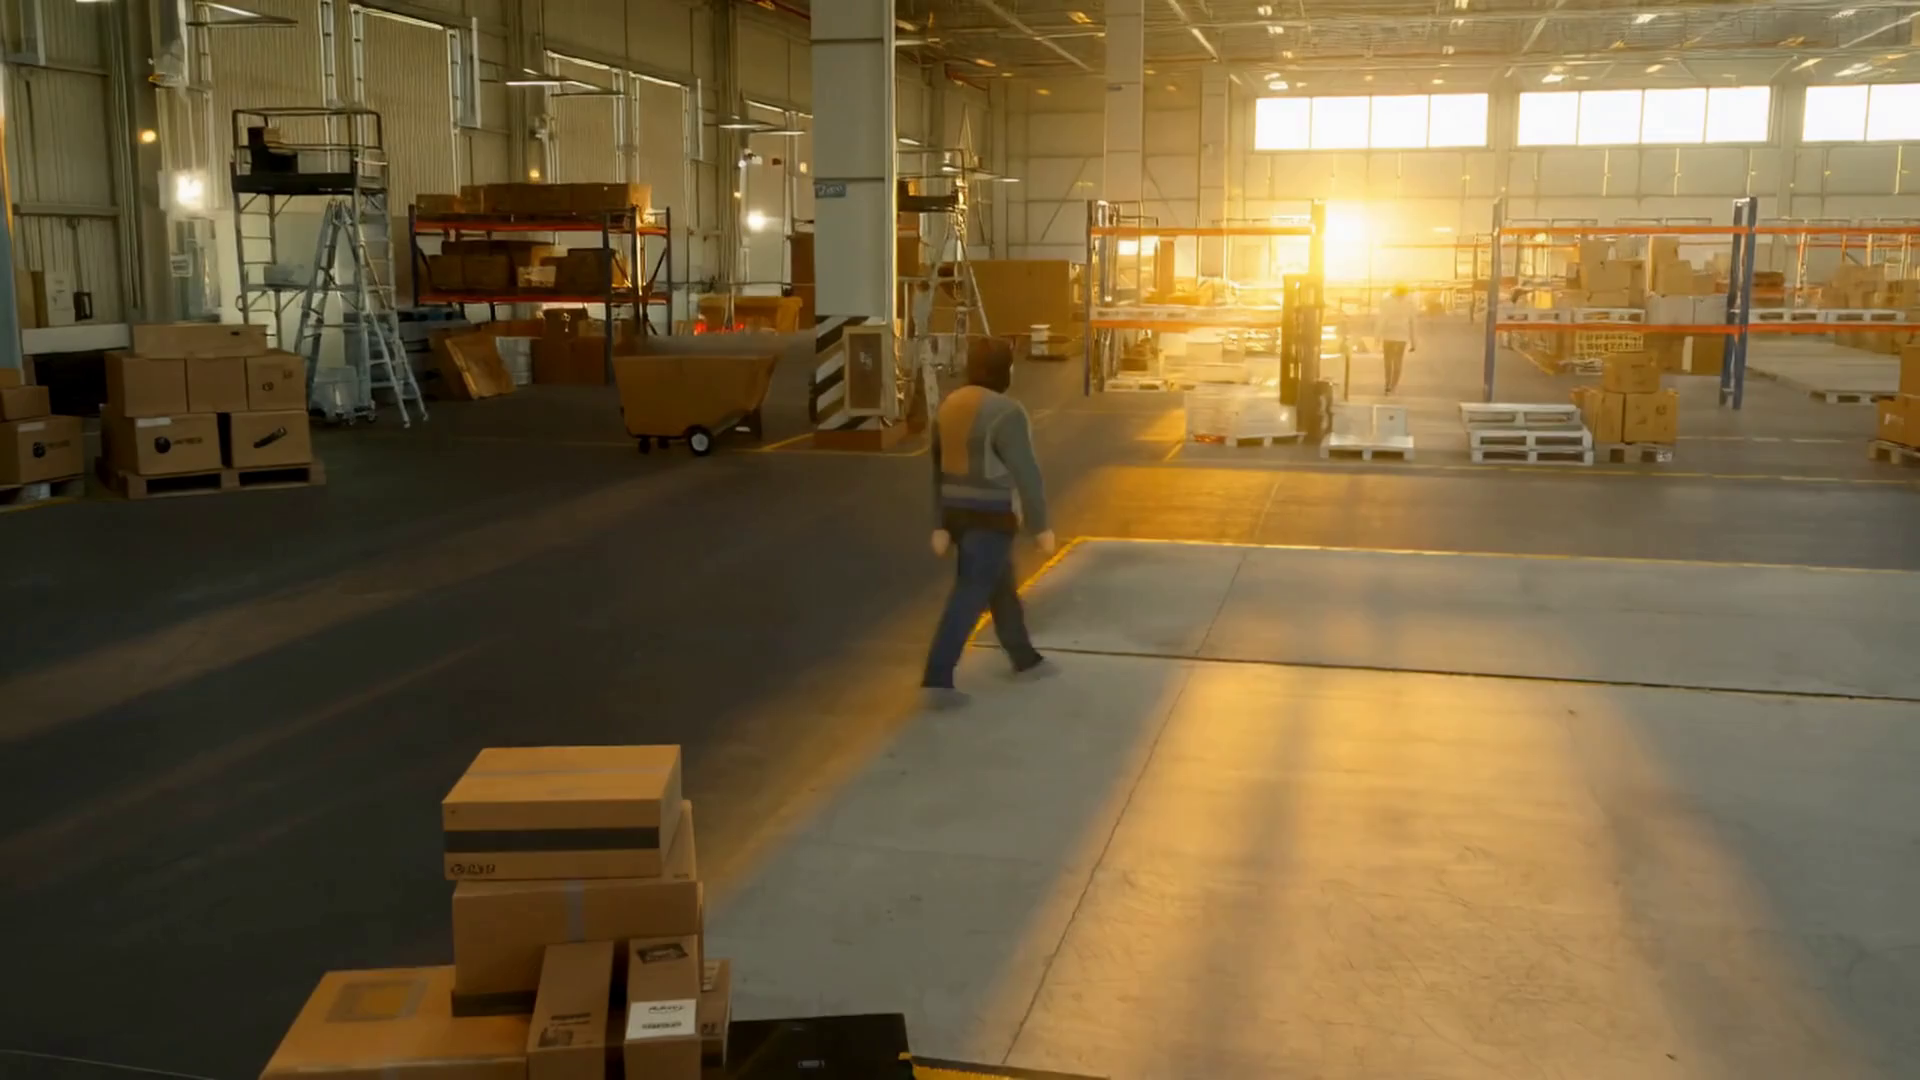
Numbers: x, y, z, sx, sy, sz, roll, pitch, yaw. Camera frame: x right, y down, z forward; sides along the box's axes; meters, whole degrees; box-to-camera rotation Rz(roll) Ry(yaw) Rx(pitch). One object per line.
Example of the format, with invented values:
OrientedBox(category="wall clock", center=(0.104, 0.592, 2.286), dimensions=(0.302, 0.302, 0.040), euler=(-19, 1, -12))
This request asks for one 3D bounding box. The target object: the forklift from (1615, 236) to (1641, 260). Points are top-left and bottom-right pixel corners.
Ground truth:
OrientedBox(category="forklift", center=(20.459, -7.936, 51.133), dimensions=(1.129, 2.768, 1.873), euler=(-7, 12, -34))

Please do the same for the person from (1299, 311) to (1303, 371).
OrientedBox(category="person", center=(6.726, -4.113, 31.983), dimensions=(0.484, 1.739, 0.319), euler=(-8, 13, -40))

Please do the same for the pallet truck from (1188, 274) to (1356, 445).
OrientedBox(category="pallet truck", center=(3.653, -2.138, 19.590), dimensions=(1.885, 1.965, 0.823), euler=(-4, 10, -20))

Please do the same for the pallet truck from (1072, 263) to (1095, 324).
OrientedBox(category="pallet truck", center=(4.325, -8.180, 55.162), dimensions=(0.823, 1.965, 1.885), euler=(6, 11, 31))

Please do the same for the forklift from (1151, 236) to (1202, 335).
OrientedBox(category="forklift", center=(5.866, -7.214, 46.878), dimensions=(1.873, 2.768, 1.129), euler=(2, 10, 14))

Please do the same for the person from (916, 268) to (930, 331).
OrientedBox(category="person", center=(-1.129, -7.209, 49.620), dimensions=(0.361, 1.938, 0.546), euler=(-7, 12, -35))

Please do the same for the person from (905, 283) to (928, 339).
OrientedBox(category="person", center=(-0.957, -4.906, 36.817), dimensions=(0.542, 1.685, 0.389), euler=(-3, 10, -18))

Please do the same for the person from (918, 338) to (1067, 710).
OrientedBox(category="person", center=(0.151, -0.085, 8.130), dimensions=(0.977, 1.793, 0.627), euler=(-6, 11, -30))

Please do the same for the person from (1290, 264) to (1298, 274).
OrientedBox(category="person", center=(12.676, -9.517, 63.246), dimensions=(0.368, 1.935, 0.631), euler=(3, 10, 17))

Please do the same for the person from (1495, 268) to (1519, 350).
OrientedBox(category="person", center=(12.846, -5.414, 39.050), dimensions=(0.548, 1.937, 0.379), euler=(-1, 10, -4))

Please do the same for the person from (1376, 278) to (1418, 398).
OrientedBox(category="person", center=(6.817, -3.150, 25.982), dimensions=(0.600, 1.856, 1.040), euler=(2, 10, 11))
